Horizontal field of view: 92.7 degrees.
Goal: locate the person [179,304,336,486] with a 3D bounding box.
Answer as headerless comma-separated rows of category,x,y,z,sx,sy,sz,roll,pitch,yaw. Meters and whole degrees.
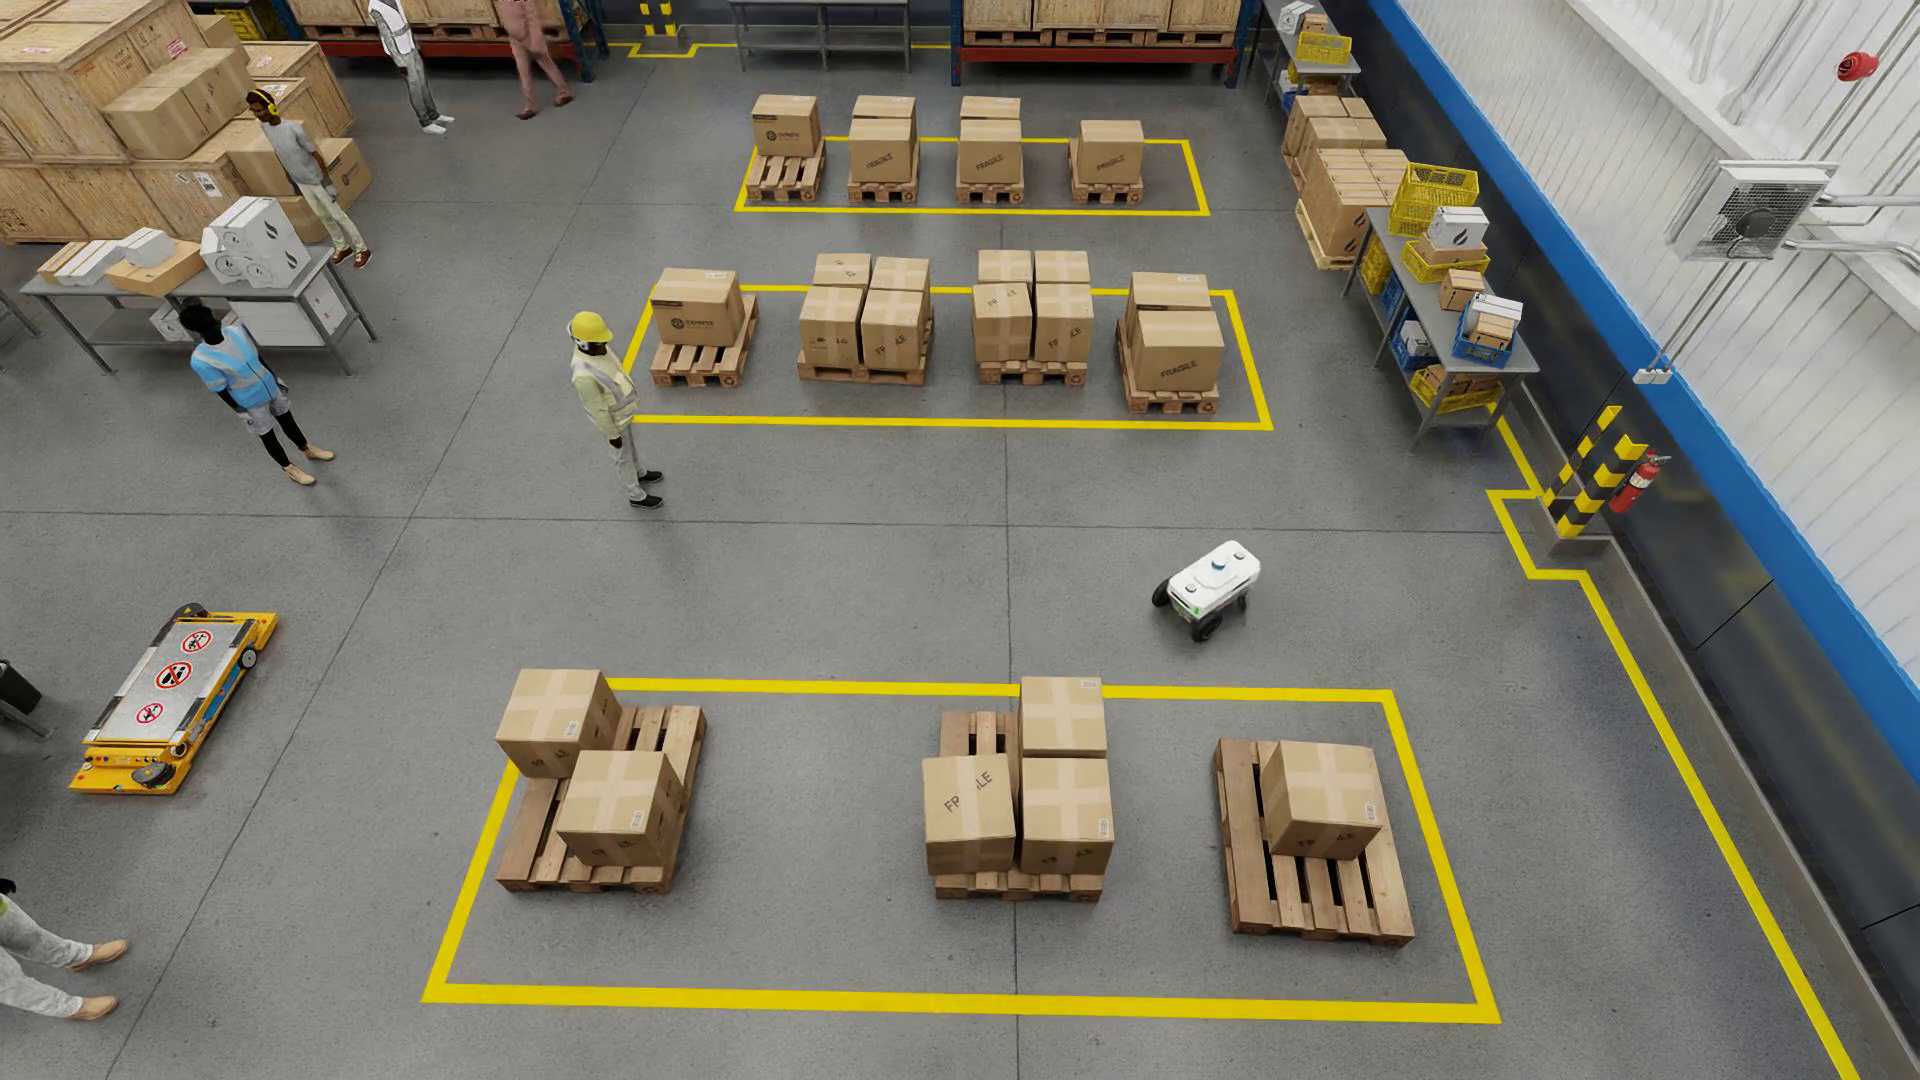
person,-5.693,-1.174,7.414,0.318,1.697,0.535,6,50,5

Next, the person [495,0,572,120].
person,-5.597,-6.442,11.775,0.679,1.890,0.687,19,52,15

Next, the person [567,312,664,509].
person,-2.699,-1.008,7.193,0.403,1.822,0.588,-7,50,-6

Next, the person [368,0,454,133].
person,-6.936,-6.088,11.438,0.389,1.911,0.591,-1,50,-1

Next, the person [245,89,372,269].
person,-6.688,-3.682,9.426,0.533,1.868,0.310,11,51,9

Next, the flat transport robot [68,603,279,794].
flat transport robot,-5.504,1.072,6.442,0.652,0.197,1.431,1,50,1

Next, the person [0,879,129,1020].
person,-5.049,1.978,4.653,0.430,1.845,0.619,-14,51,-12

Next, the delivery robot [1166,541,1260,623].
delivery robot,1.890,0.300,6.851,0.707,0.478,0.477,-30,56,-23
